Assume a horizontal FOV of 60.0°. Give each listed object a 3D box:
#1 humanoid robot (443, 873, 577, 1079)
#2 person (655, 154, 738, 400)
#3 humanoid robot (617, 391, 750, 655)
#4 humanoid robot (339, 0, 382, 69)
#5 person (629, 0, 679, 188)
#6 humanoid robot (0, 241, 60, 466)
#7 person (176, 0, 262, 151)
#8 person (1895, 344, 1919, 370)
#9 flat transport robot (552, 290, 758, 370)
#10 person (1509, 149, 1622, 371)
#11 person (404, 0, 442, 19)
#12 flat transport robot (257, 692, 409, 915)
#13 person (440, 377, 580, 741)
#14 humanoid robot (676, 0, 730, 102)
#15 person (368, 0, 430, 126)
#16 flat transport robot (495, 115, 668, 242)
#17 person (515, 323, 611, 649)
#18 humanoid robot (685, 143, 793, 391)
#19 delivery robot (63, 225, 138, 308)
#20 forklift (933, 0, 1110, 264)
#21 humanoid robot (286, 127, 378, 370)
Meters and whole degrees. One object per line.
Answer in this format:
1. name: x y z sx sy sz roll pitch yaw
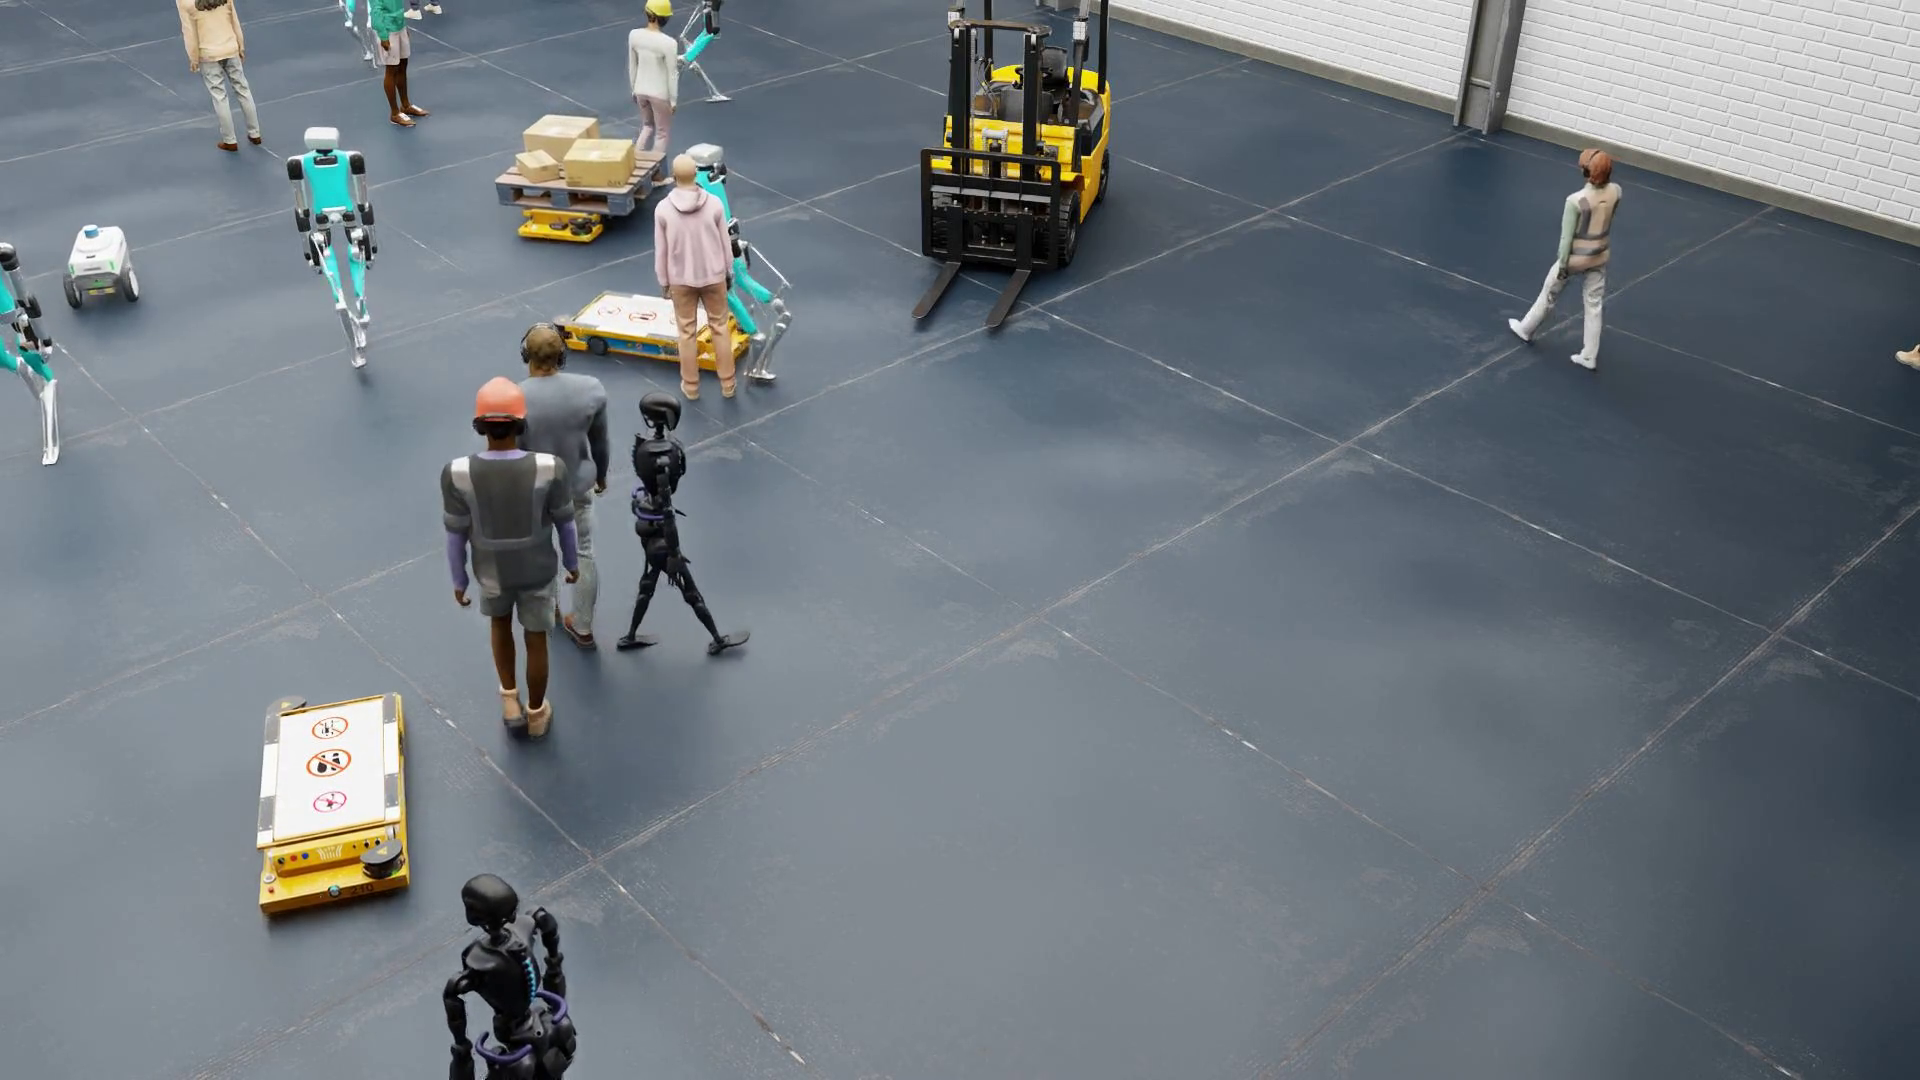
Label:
1. humanoid robot: -1.546 1.879 6.009 0.543 1.642 0.586 17 37 24
2. person: -1.829 -1.798 11.550 0.534 1.779 0.406 -6 34 -9
3. humanoid robot: -1.586 -0.091 9.057 0.738 1.627 0.611 -8 34 -12
4. humanoid robot: -6.583 -6.019 18.173 0.545 1.886 0.808 -4 33 -6
5. person: -2.747 -4.034 15.026 0.528 1.734 0.476 18 37 25
6. humanoid robot: -6.261 -1.401 11.008 0.559 1.794 0.936 -9 34 -13
7. person: -7.076 -4.645 15.842 0.555 1.877 0.403 -28 42 -36
8. person: 7.207 -2.039 11.996 0.539 1.695 0.318 -9 34 -14
9. flat transport robot: -2.319 -1.593 12.621 1.431 0.231 0.659 10 34 15
10. person: 4.489 -2.083 12.151 0.528 1.599 0.849 -12 35 -18
11. person: -6.522 -7.161 19.729 0.448 1.858 0.792 23 39 31
12. flat transport robot: -3.107 1.241 8.266 0.659 0.231 1.431 -9 34 -14
13. person: -2.221 0.125 8.376 0.626 2.018 0.436 -4 33 -7
14. humanoid robot: -2.767 -5.259 16.942 0.908 1.815 0.552 -6 33 -9
15. person: -5.665 -5.073 16.522 0.385 1.848 0.506 5 33 8
16. flat transport robot: -3.326 -3.018 14.812 0.659 0.231 1.431 7 34 11
17. person: -2.247 -0.343 9.196 0.637 1.907 0.776 -15 36 -22
18. humanoid robot: -1.498 -1.853 11.760 0.809 1.858 0.547 9 34 14
19. delivery robot: -6.896 -2.234 13.335 0.499 0.583 0.758 -10 34 -15
20. forklift: 0.570 -3.725 14.138 1.214 2.155 2.313 9 34 13
21. humanoid robot: -4.427 -2.006 11.969 0.549 1.774 1.035 -12 35 -18
